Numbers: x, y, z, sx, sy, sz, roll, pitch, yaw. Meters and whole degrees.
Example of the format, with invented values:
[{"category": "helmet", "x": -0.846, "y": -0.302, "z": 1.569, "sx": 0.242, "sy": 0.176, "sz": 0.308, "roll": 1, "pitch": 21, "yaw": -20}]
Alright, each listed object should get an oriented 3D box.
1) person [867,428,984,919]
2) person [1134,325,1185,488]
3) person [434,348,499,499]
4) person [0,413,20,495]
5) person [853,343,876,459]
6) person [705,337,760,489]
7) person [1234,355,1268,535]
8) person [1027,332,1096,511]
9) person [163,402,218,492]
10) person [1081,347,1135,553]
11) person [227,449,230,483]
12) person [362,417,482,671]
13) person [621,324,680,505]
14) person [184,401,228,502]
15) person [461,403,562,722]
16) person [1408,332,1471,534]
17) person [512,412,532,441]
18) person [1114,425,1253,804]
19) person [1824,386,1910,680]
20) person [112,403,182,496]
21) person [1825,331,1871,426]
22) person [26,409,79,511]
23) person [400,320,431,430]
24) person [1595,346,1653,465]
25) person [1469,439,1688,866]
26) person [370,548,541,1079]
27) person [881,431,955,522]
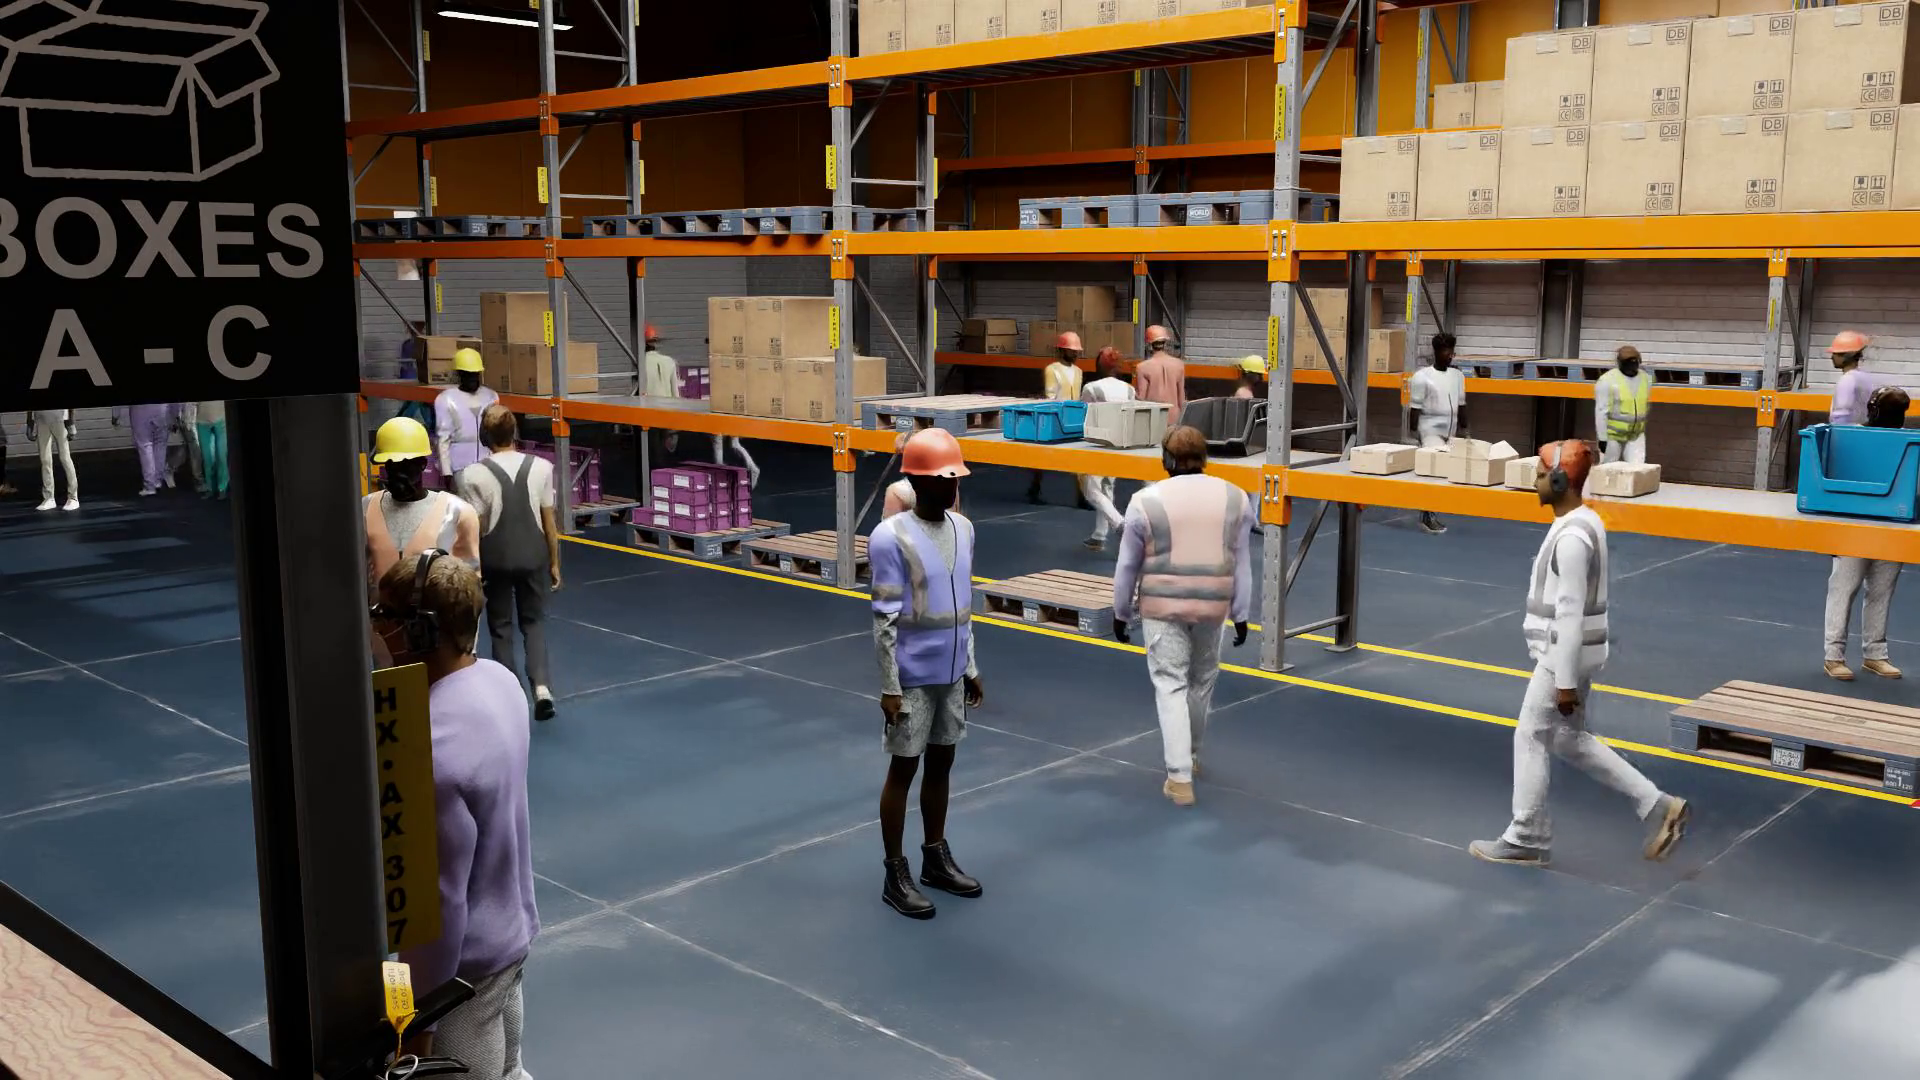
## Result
[{"category": "person", "x": -0.111, "y": 0.518, "z": 6.649, "sx": 0.361, "sy": 1.939, "sz": 0.543, "roll": 8, "pitch": 12, "yaw": 42}, {"category": "person", "x": 2.136, "y": -1.289, "z": 17.614, "sx": 0.628, "sy": 1.974, "sz": 0.650, "roll": -3, "pitch": 10, "yaw": -20}, {"category": "person", "x": -4.011, "y": -0.625, "z": 13.749, "sx": 0.603, "sy": 1.901, "sz": 0.642, "roll": -8, "pitch": 12, "yaw": -41}, {"category": "person", "x": -11.008, "y": -1.309, "z": 18.654, "sx": 0.532, "sy": 1.672, "sz": 0.660, "roll": 5, "pitch": 10, "yaw": 26}, {"category": "person", "x": -1.454, "y": -1.869, "z": 22.393, "sx": 0.521, "sy": 1.569, "sz": 0.820, "roll": -6, "pitch": 11, "yaw": -32}, {"category": "person", "x": -2.630, "y": -1.444, "z": 19.041, "sx": 0.799, "sy": 1.830, "sz": 0.521, "roll": 8, "pitch": 12, "yaw": 42}, {"category": "person", "x": 2.757, "y": -0.874, "z": 15.776, "sx": 0.621, "sy": 1.740, "sz": 0.524, "roll": 3, "pitch": 10, "yaw": 17}, {"category": "person", "x": 1.095, "y": -1.283, "z": 17.819, "sx": 0.556, "sy": 1.904, "sz": 0.933, "roll": -6, "pitch": 11, "yaw": -34}, {"category": "person", "x": -8.940, "y": -1.406, "z": 19.163, "sx": 0.766, "sy": 1.705, "sz": 0.481, "roll": 1, "pitch": 9, "yaw": 9}, {"category": "person", "x": 1.333, "y": -0.796, "z": 14.910, "sx": 0.588, "sy": 1.870, "sz": 0.730, "roll": -7, "pitch": 11, "yaw": -35}, {"category": "person", "x": -8.728, "y": -1.528, "z": 19.961, "sx": 0.549, "sy": 1.696, "sz": 0.357, "roll": -6, "pitch": 11, "yaw": -33}, {"category": "person", "x": -2.381, "y": 0.424, "z": 7.261, "sx": 0.587, "sy": 1.928, "sz": 0.362, "roll": 0, "pitch": 9, "yaw": -1}, {"category": "person", "x": -3.432, "y": -1.363, "z": 18.133, "sx": 0.964, "sy": 1.949, "sz": 0.648, "roll": 8, "pitch": 12, "yaw": 39}, {"category": "person", "x": -8.223, "y": -1.272, "z": 18.266, "sx": 0.573, "sy": 1.730, "sz": 0.727, "roll": -1, "pitch": 9, "yaw": -5}, {"category": "person", "x": -2.467, "y": 0.159, "z": 9.187, "sx": 0.544, "sy": 1.827, "sz": 0.440, "roll": -5, "pitch": 11, "yaw": -30}, {"category": "person", "x": 4.694, "y": -1.026, "z": 16.089, "sx": 0.625, "sy": 1.946, "sz": 0.637, "roll": -5, "pitch": 11, "yaw": -30}, {"category": "person", "x": -5.739, "y": -1.958, "z": 21.516, "sx": 0.677, "sy": 2.000, "sz": 0.720, "roll": 4, "pitch": 10, "yaw": 25}, {"category": "person", "x": 1.070, "y": 0.339, "z": 8.153, "sx": 0.651, "sy": 1.807, "sz": 0.792, "roll": -1, "pitch": 9, "yaw": -9}, {"category": "person", "x": 5.706, "y": -0.041, "z": 10.379, "sx": 0.621, "sy": 1.842, "sz": 0.429, "roll": -1, "pitch": 9, "yaw": -7}, {"category": "person", "x": -9.270, "y": -1.454, "z": 18.950, "sx": 0.688, "sy": 1.870, "sz": 0.825, "roll": -7, "pitch": 11, "yaw": -36}, {"category": "person", "x": 8.109, "y": -0.873, "z": 14.998, "sx": 0.974, "sy": 2.011, "sz": 0.643, "roll": 8, "pitch": 12, "yaw": 39}, {"category": "person", "x": -9.645, "y": -1.233, "z": 17.637, "sx": 0.514, "sy": 1.861, "sz": 0.317, "roll": 0, "pitch": 9, "yaw": 1}, {"category": "person", "x": -7.791, "y": -2.282, "z": 24.201, "sx": 0.925, "sy": 1.799, "sz": 0.599, "roll": -8, "pitch": 12, "yaw": -41}, {"category": "person", "x": 6.642, "y": -1.045, "z": 16.664, "sx": 0.647, "sy": 1.796, "sz": 0.804, "roll": -1, "pitch": 9, "yaw": -8}, {"category": "person", "x": 2.636, "y": 0.500, "z": 7.016, "sx": 0.778, "sy": 1.862, "sz": 0.570, "roll": 4, "pitch": 10, "yaw": 25}, {"category": "person", "x": -1.168, "y": 0.975, "z": 3.849, "sx": 0.368, "sy": 1.940, "sz": 0.631, "roll": 0, "pitch": 9, "yaw": -1}, {"category": "person", "x": -0.275, "y": 0.175, "z": 9.690, "sx": 0.456, "sy": 1.619, "sz": 0.547, "roll": 9, "pitch": 13, "yaw": 43}]
